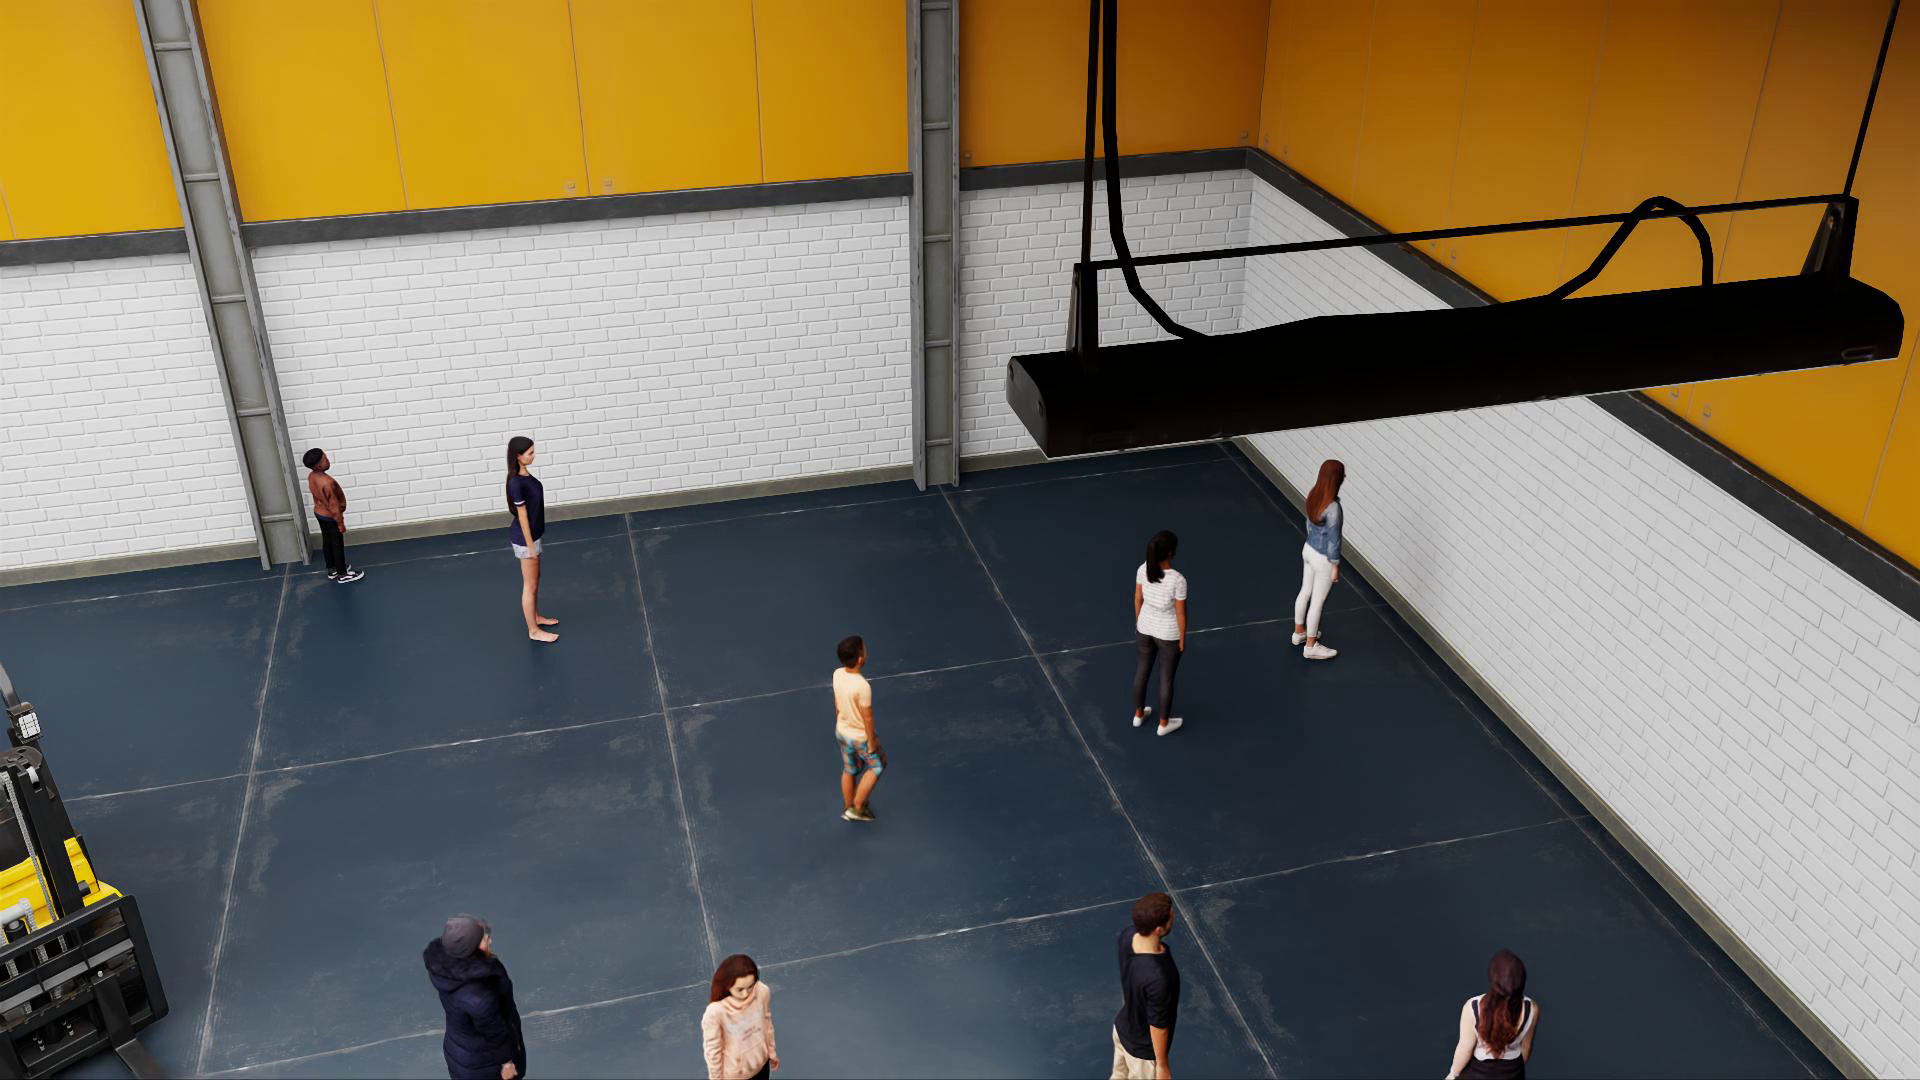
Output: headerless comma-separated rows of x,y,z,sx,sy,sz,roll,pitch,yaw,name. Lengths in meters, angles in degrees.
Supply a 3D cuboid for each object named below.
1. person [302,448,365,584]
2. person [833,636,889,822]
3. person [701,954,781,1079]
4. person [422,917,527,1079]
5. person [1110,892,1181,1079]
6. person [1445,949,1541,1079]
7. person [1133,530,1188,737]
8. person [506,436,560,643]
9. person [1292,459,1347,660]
-5.443,-0.220,14.328,0.598,1.255,0.627,23,36,36,person
-0.747,1.333,11.278,0.658,1.450,0.709,24,37,36,person
-1.136,2.736,8.671,0.594,1.481,0.704,-24,37,-37,person
-2.496,2.628,8.670,0.799,1.673,0.780,-23,36,-36,person
0.934,2.570,8.589,0.539,1.852,0.629,-8,30,-14,person
2.692,2.745,8.481,0.508,1.649,0.654,-2,29,-3,person
1.470,0.676,12.280,0.650,1.642,0.689,20,34,32,person
-3.497,-0.022,13.431,0.549,1.766,0.591,-4,29,-8,person
2.852,0.135,13.209,0.503,1.702,0.614,-7,29,-12,person
